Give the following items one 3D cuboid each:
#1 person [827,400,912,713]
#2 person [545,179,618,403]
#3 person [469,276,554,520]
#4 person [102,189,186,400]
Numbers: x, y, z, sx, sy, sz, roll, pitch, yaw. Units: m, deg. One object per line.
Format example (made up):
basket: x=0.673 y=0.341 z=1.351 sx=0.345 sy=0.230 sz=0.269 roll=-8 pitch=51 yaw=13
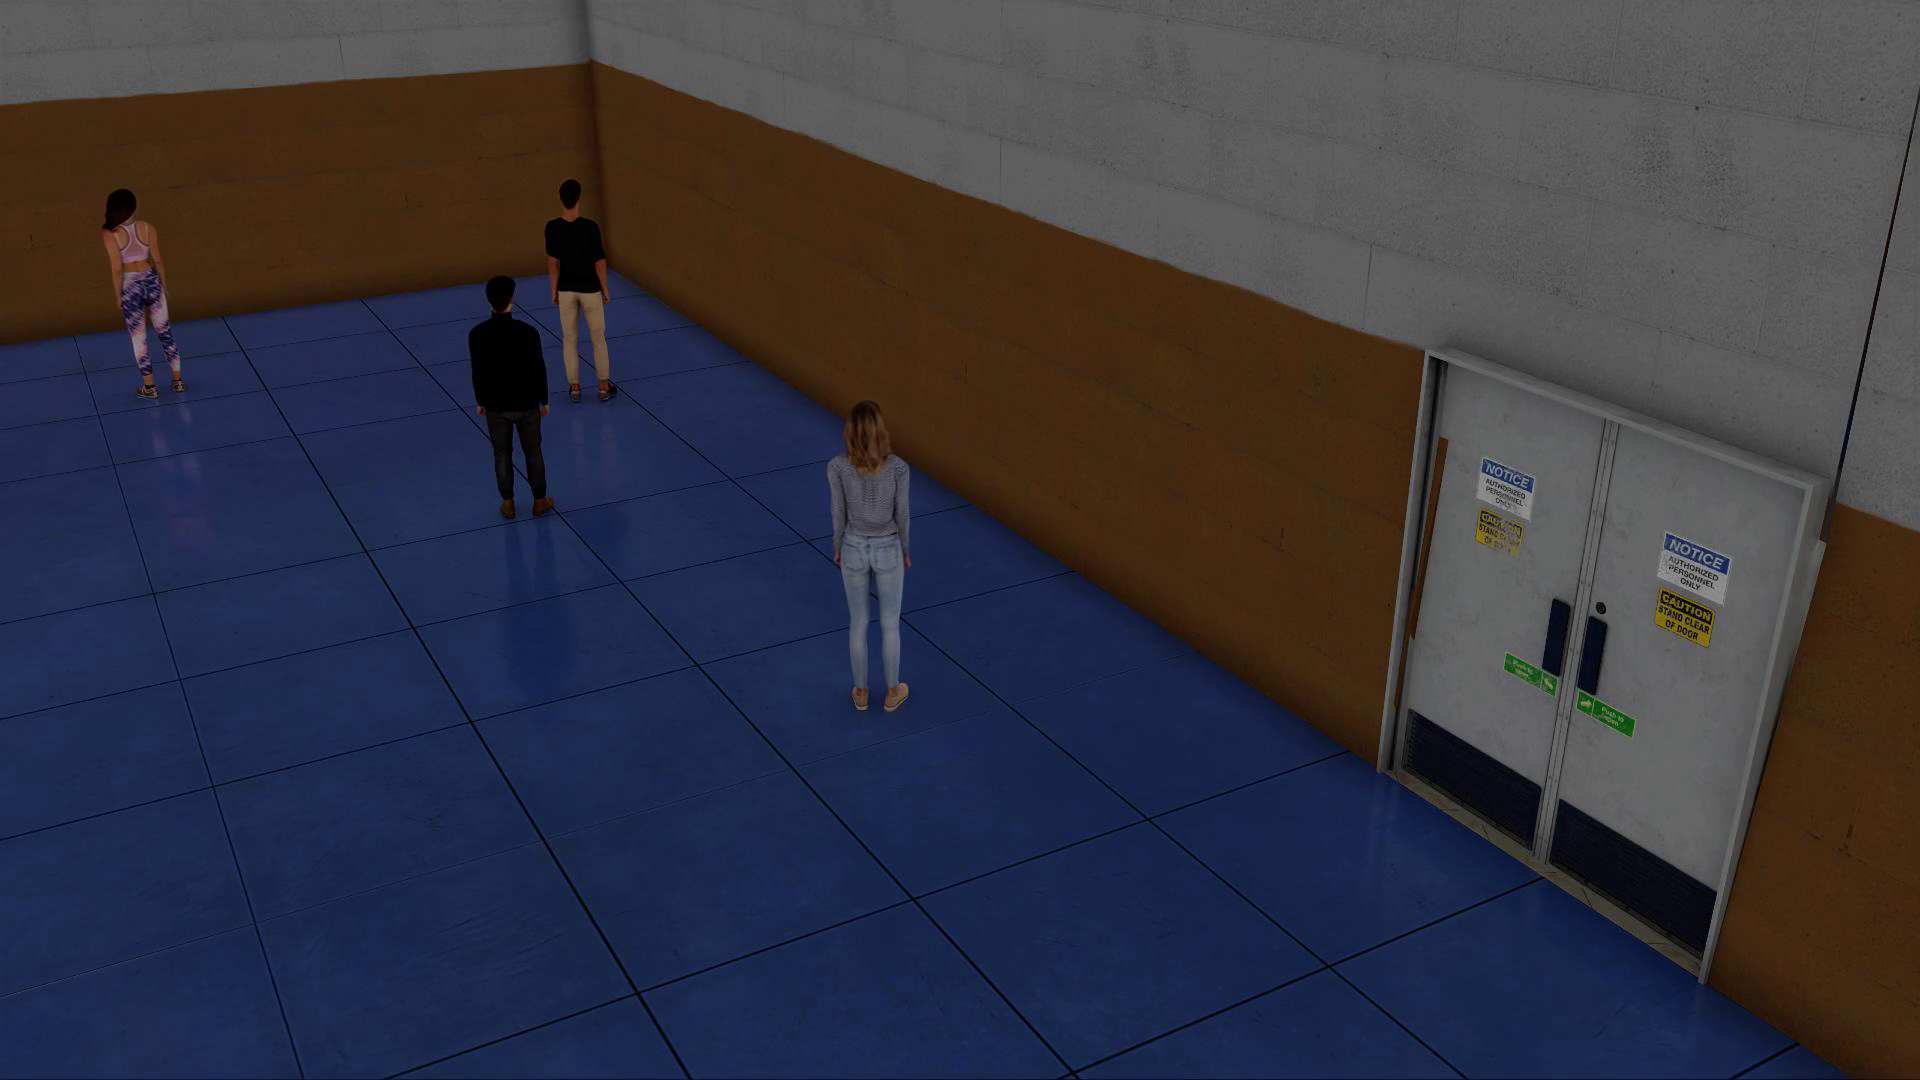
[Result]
person: x=-0.478 y=0.092 z=9.029 sx=0.629 sy=1.796 sz=0.725 roll=2 pitch=24 yaw=5
person: x=-3.171 y=-2.073 z=13.867 sx=0.625 sy=1.859 sz=0.766 roll=-1 pitch=24 yaw=-3
person: x=-3.131 y=-0.992 z=11.598 sx=0.605 sy=1.722 sz=0.777 roll=-3 pitch=24 yaw=-8
person: x=-6.915 y=-2.086 z=14.042 sx=0.707 sy=1.767 sz=0.548 roll=21 pitch=31 yaw=40
